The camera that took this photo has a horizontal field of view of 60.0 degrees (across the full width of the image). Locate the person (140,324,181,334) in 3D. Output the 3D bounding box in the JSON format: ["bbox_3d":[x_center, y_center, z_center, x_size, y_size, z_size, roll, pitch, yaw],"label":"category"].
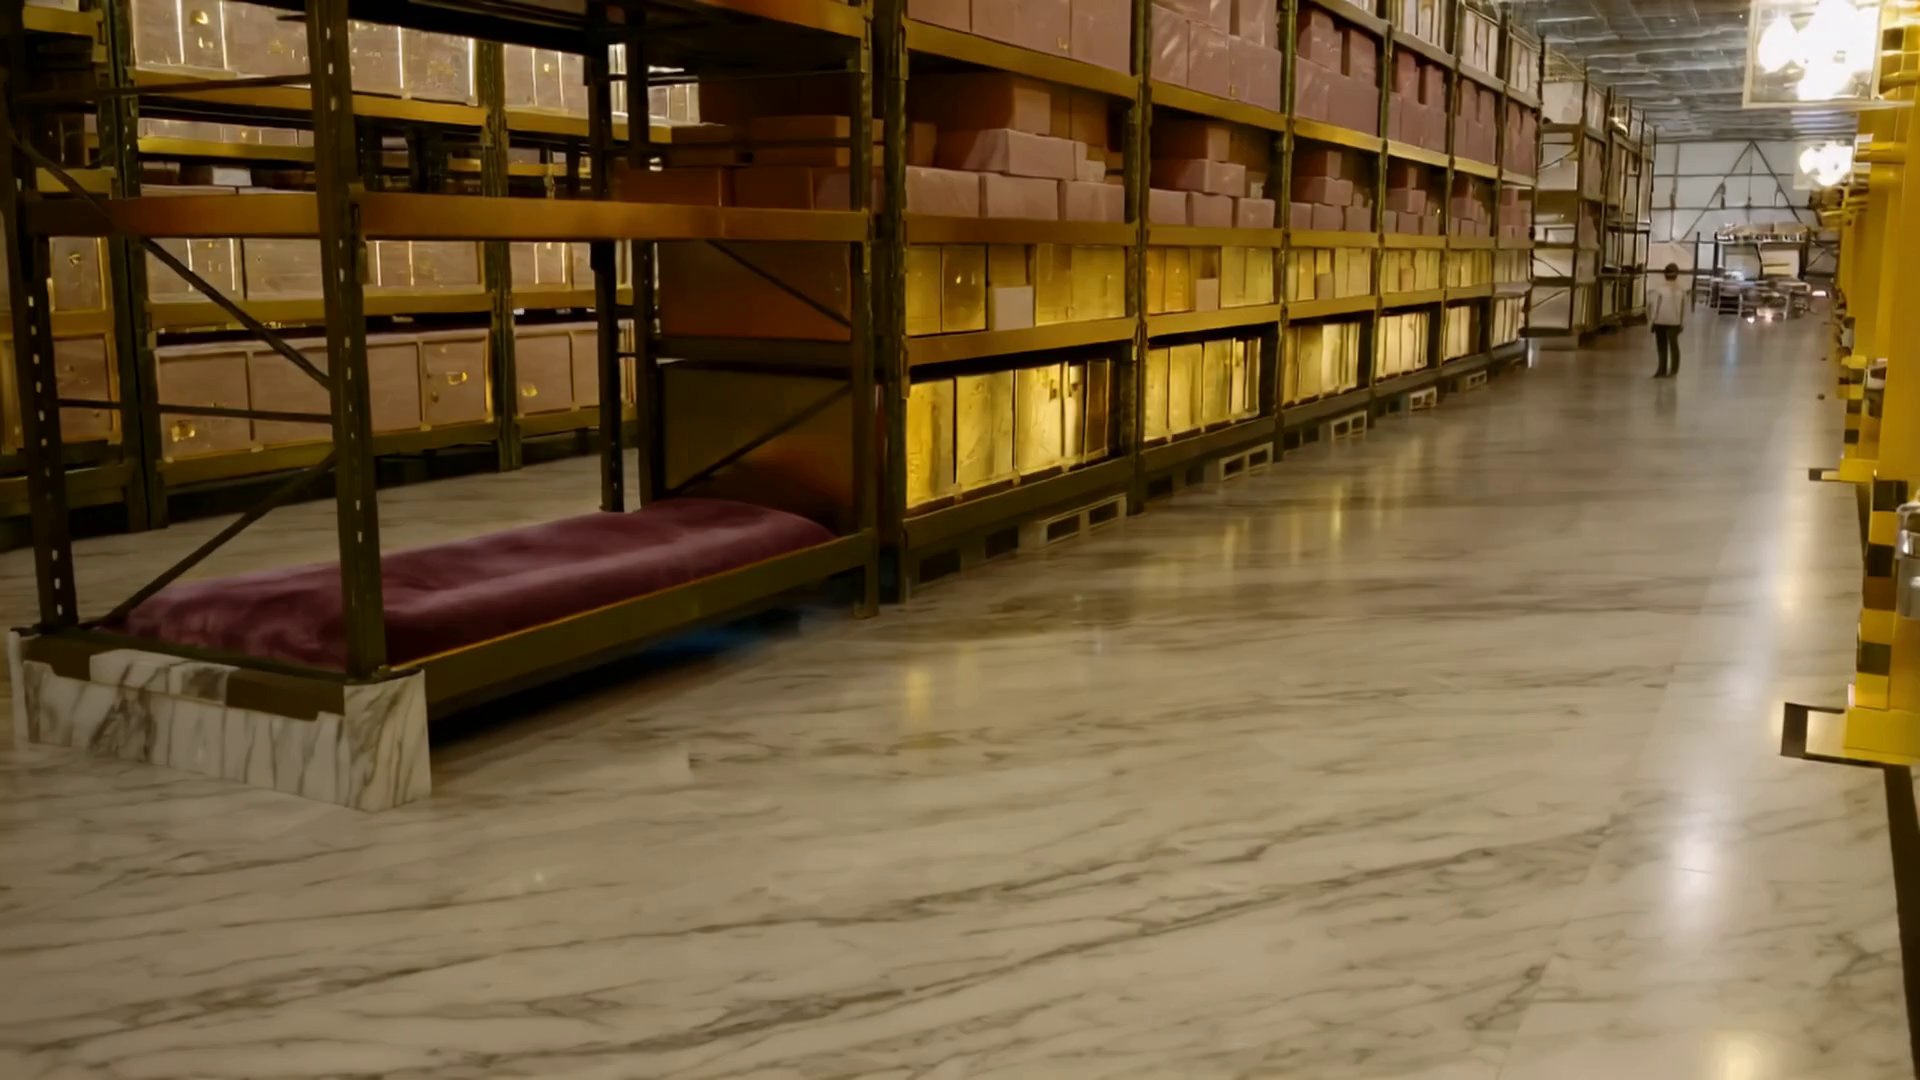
[{"bbox_3d":[-8.282,-1.685,17.187,0.600,1.811,0.635,5,11,27],"label":"person"}]

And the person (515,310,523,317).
[{"bbox_3d":[-6.225,-2.674,23.172,0.534,1.733,0.865,5,11,28],"label":"person"}]

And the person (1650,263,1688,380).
[{"bbox_3d":[12.146,-3.728,28.490,0.612,1.995,0.376,-3,10,-17],"label":"person"}]
